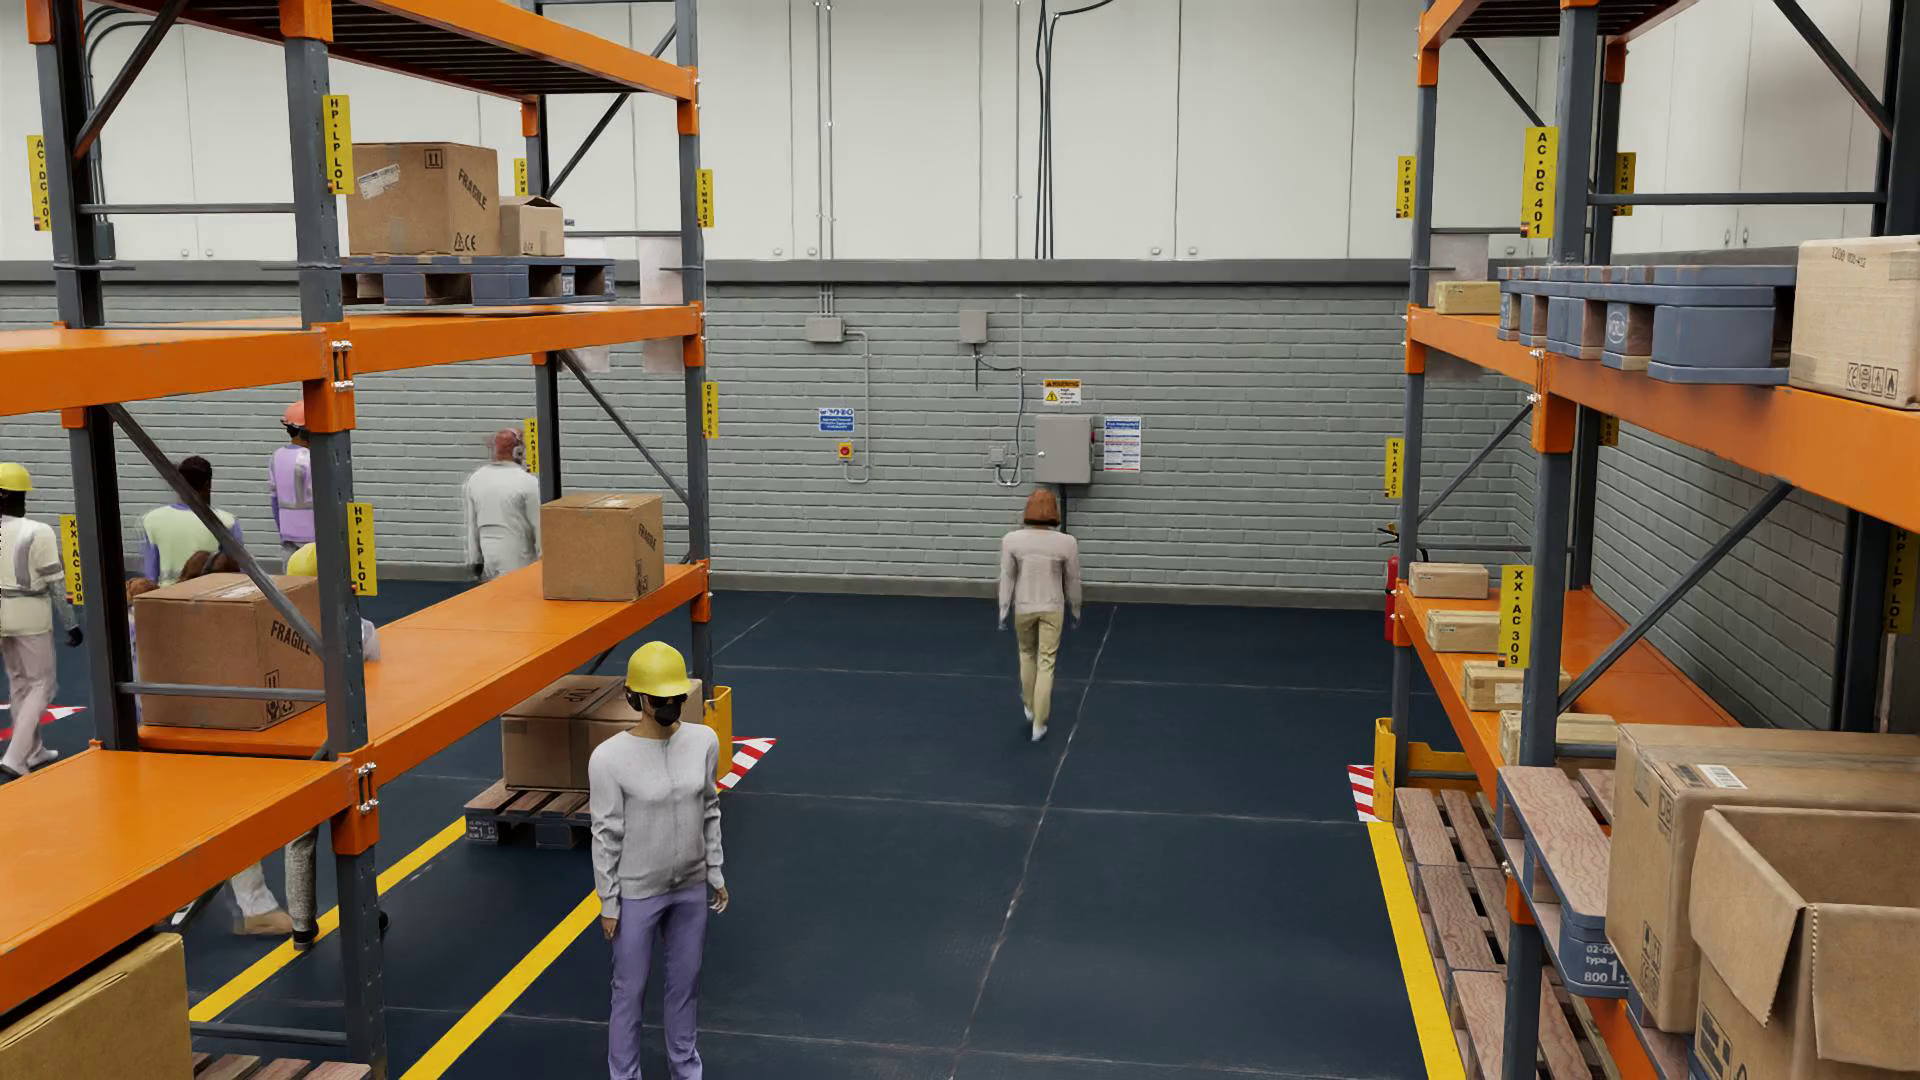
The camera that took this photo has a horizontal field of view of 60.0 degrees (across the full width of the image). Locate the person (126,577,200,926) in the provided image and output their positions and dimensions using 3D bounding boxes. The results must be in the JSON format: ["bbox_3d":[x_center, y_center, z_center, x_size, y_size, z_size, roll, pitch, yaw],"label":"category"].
[{"bbox_3d":[-3.748,0.977,7.724,0.500,1.633,0.280,2,9,11],"label":"person"}]

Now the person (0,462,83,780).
[{"bbox_3d":[-5.609,0.492,9.887,0.608,1.905,0.735,1,9,9],"label":"person"}]

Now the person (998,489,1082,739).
[{"bbox_3d":[0.543,0.461,10.965,0.530,1.603,0.739,2,9,11],"label":"person"}]

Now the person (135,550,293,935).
[{"bbox_3d":[-3.511,0.924,7.598,0.961,1.788,0.630,2,9,14],"label":"person"}]

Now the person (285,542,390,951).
[{"bbox_3d":[-2.856,0.922,7.451,0.598,1.830,0.403,-2,9,-11],"label":"person"}]

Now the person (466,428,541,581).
[{"bbox_3d":[-3.212,0.115,12.271,0.665,1.877,0.792,5,11,30],"label":"person"}]

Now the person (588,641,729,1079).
[{"bbox_3d":[-1.040,1.218,5.832,0.525,1.769,0.316,-9,13,-43],"label":"person"}]

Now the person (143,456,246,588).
[{"bbox_3d":[-4.688,0.412,10.418,0.628,1.881,0.925,1,9,6],"label":"person"}]
